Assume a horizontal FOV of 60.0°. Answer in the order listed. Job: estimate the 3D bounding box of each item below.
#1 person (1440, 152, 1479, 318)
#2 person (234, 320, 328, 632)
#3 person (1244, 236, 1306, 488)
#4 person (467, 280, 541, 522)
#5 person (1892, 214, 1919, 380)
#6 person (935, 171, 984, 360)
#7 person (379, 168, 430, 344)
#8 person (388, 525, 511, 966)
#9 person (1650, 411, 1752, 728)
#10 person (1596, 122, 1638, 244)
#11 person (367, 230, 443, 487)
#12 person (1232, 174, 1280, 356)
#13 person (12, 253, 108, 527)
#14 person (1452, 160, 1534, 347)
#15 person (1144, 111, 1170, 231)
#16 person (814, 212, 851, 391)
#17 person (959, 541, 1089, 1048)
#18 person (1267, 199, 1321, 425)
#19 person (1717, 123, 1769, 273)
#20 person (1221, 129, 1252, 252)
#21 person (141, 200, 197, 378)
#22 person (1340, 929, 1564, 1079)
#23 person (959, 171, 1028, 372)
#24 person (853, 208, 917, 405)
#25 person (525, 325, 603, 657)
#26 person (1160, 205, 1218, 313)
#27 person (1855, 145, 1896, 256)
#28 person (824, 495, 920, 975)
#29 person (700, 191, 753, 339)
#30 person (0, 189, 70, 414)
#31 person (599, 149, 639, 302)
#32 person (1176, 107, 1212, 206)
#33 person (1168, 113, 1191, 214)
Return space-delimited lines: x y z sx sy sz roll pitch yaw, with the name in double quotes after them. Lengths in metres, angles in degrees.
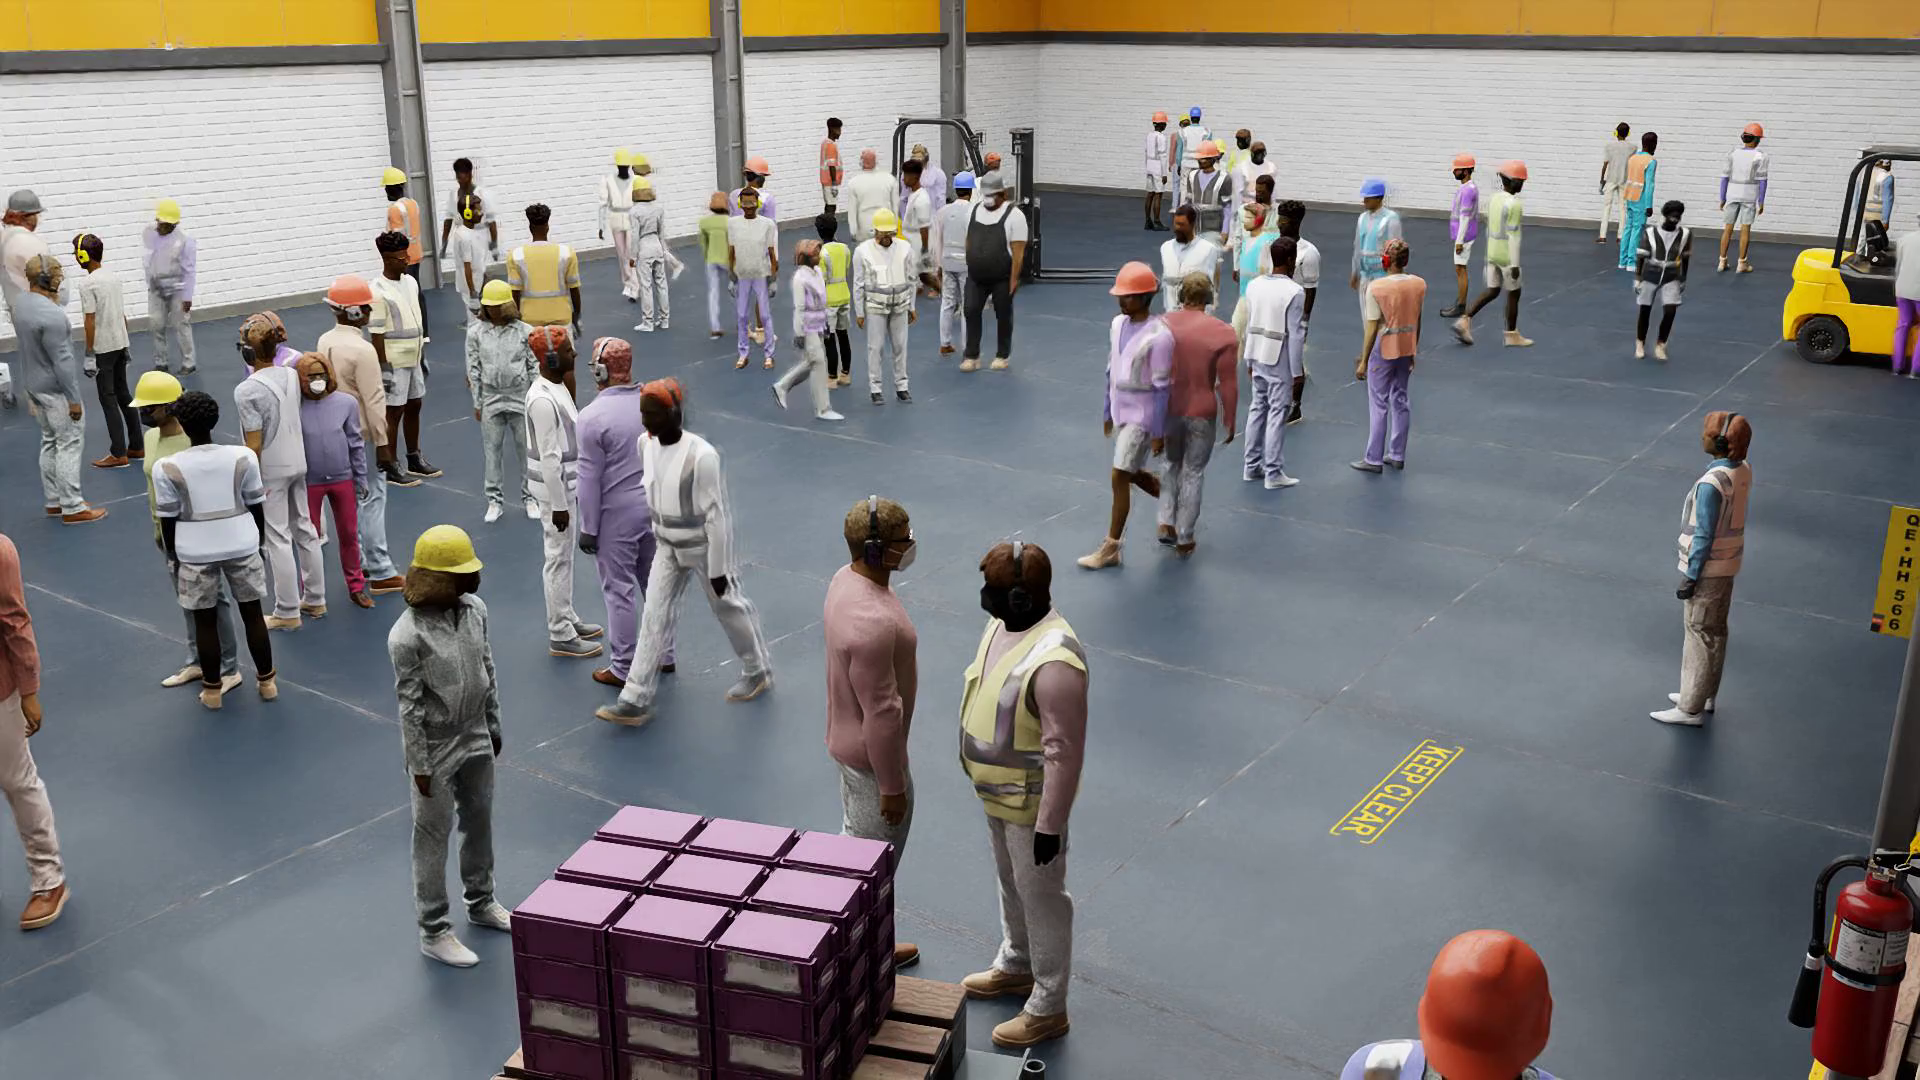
5.931 -3.611 19.735 0.388 1.930 0.544 5 18 14 "person"
-4.000 -0.374 9.741 0.334 1.845 0.513 6 19 18 "person"
2.383 -1.351 12.696 0.396 1.911 0.589 -10 20 -28 "person"
-3.219 -0.984 11.820 0.488 1.740 0.318 -4 18 -11 "person"
9.488 -2.466 16.456 0.369 1.742 0.595 -8 19 -23 "person"
0.021 -2.873 17.430 0.623 1.935 0.436 13 22 35 "person"
-5.988 -3.026 17.907 0.374 1.924 0.594 1 18 3 "person"
-1.910 0.774 6.330 0.320 1.738 0.485 9 20 25 "person"
3.798 0.147 8.438 0.307 1.644 0.514 14 23 38 "person"
10.260 -5.572 25.988 0.508 1.861 0.328 4 18 11 "person"
-4.288 -1.389 12.744 0.370 1.958 0.598 4 18 12 "person"
3.150 -2.864 17.422 0.587 1.914 0.391 8 19 23 "person"
-6.384 -1.049 11.727 0.639 1.926 0.367 15 23 39 "person"
5.808 -3.062 17.884 0.870 2.016 0.619 -3 18 -9 "person"
3.259 -6.077 27.429 0.360 1.939 0.543 -8 20 -25 "person"
-1.236 -2.275 15.924 0.322 1.698 0.534 10 20 29 "person"
0.212 0.882 5.825 0.429 1.840 0.627 -5 18 -16 "person"
2.872 -2.002 14.639 0.367 1.966 0.607 -11 21 -30 "person"
10.870 -4.739 23.080 0.390 2.039 0.614 -16 24 -41 "person"
4.201 -5.215 24.896 0.429 1.841 0.625 -13 22 -35 "person"
-7.798 -2.463 16.397 0.659 1.777 0.520 3 18 9 "person"
0.976 1.630 3.341 0.543 1.928 0.373 7 19 21 "person"
0.285 -2.679 16.636 0.705 2.000 0.819 8 19 24 "person"
-0.687 -2.153 15.358 0.603 1.817 0.403 -7 19 -21 "person"
-2.244 -0.274 9.368 0.352 1.884 0.580 -3 18 -9 "person"
2.027 -2.079 15.052 0.598 1.864 1.017 13 22 35 "person"
12.066 -4.270 21.949 0.403 1.834 0.587 -4 18 -12 "person"
-0.298 0.772 6.009 0.372 1.940 0.631 -4 18 -12 "person"
-2.637 -3.093 18.647 0.507 1.599 0.779 4 18 13 "person"
-8.273 -2.172 15.049 0.702 2.000 0.649 16 24 41 "person"
-4.214 -3.962 20.927 0.604 1.872 1.009 0 18 -1 "person"
4.034 -6.477 28.691 0.603 1.938 0.424 3 18 8 "person"
3.989 -6.727 29.765 0.531 1.755 0.343 -3 18 -9 "person"
